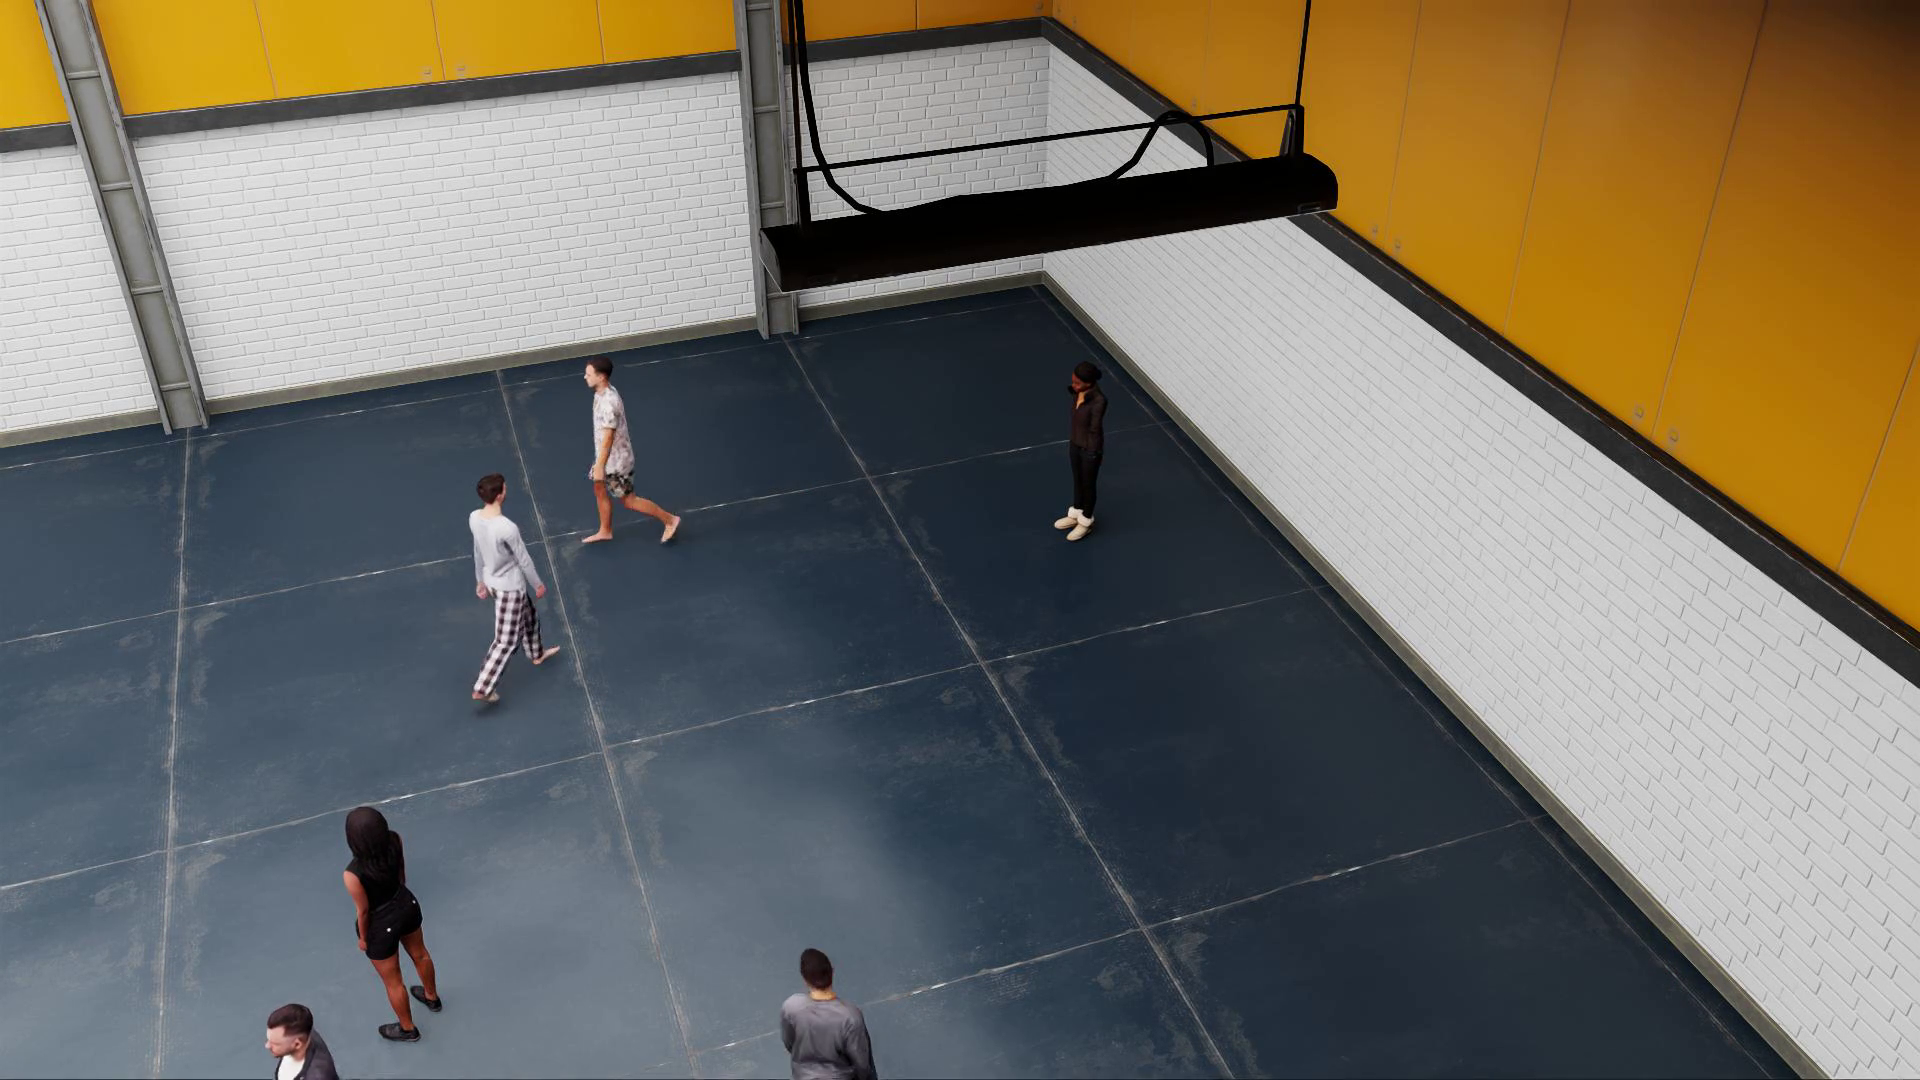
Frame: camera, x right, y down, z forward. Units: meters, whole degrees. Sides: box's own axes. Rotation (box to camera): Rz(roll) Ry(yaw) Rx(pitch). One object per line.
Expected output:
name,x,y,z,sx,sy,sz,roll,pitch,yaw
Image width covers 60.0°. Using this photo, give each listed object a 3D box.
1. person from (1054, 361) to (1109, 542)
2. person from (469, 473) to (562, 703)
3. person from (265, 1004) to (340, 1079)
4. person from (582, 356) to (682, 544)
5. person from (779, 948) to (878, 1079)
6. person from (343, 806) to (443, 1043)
person,1.101,-0.807,14.388,0.668,1.659,0.616,-17,37,-23
person,-3.456,0.397,12.443,1.004,1.808,1.222,24,41,32
person,-3.150,2.993,8.534,1.171,1.811,0.772,-16,37,-23
person,-2.846,-0.722,14.145,1.093,1.787,0.705,-9,35,-13
person,-0.647,2.863,8.788,0.776,1.746,0.966,13,36,19
person,-3.347,2.230,9.746,0.712,1.741,0.668,12,35,17
